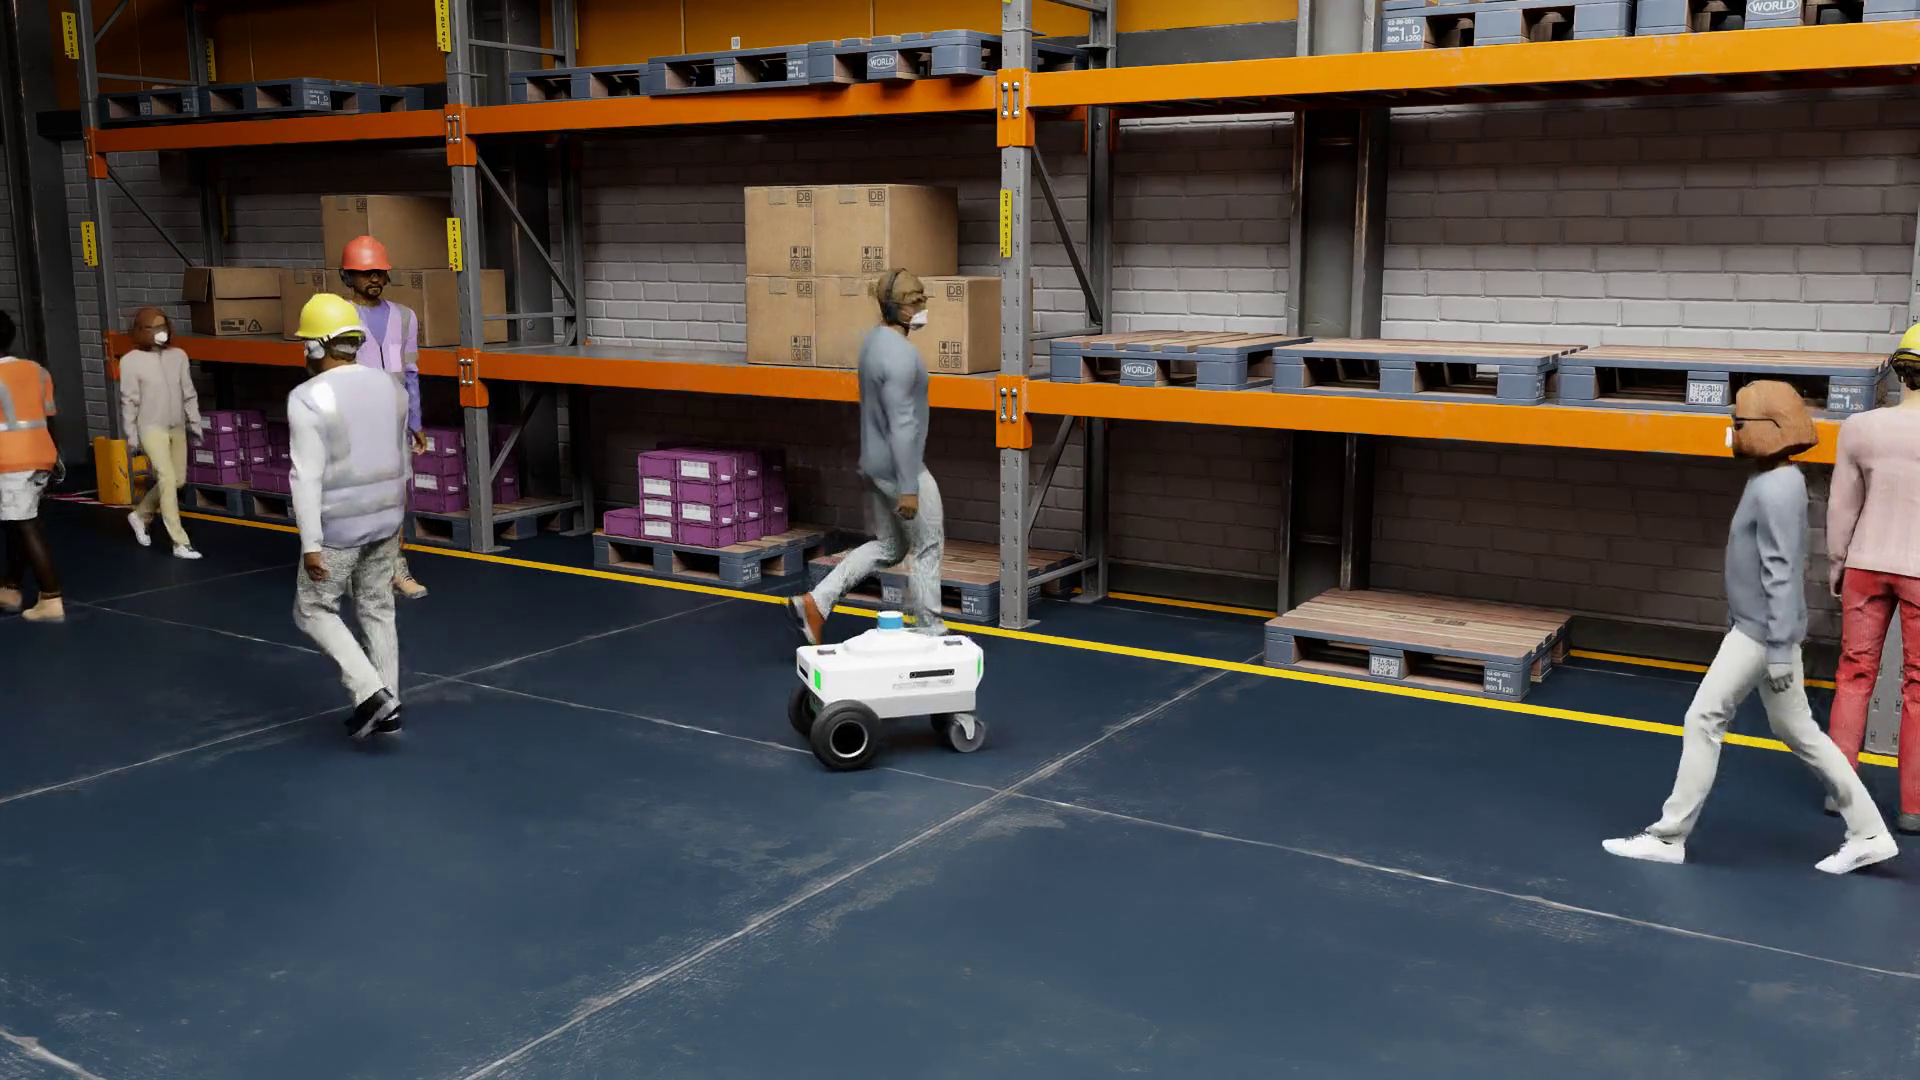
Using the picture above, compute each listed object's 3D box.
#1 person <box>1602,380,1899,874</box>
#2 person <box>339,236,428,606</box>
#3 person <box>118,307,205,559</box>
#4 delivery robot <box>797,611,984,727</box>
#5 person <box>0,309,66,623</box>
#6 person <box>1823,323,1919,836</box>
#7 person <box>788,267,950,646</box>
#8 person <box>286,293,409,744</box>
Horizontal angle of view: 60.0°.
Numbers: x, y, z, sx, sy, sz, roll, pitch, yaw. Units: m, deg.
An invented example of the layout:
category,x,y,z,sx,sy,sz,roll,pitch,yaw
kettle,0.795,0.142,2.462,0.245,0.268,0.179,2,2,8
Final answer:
category,x,y,z,sx,sy,sz,roll,pitch,yaw
person,2.592,0.289,5.278,0.846,1.595,0.516,5,11,26
person,-3.256,-0.657,9.264,0.375,2.044,0.607,9,14,41
person,-5.175,-0.696,10.693,0.717,1.613,0.505,5,11,24
delivery robot,-0.273,0.525,6.577,0.707,0.478,0.477,-3,11,-17
person,-5.084,-0.392,8.801,0.717,1.666,0.549,2,10,9
person,3.257,0.122,5.717,0.325,1.767,0.533,-7,13,-36
person,-0.348,-0.315,7.783,0.849,1.901,0.654,-3,11,-14
person,-2.424,-0.064,6.624,0.421,1.819,0.600,6,12,28
